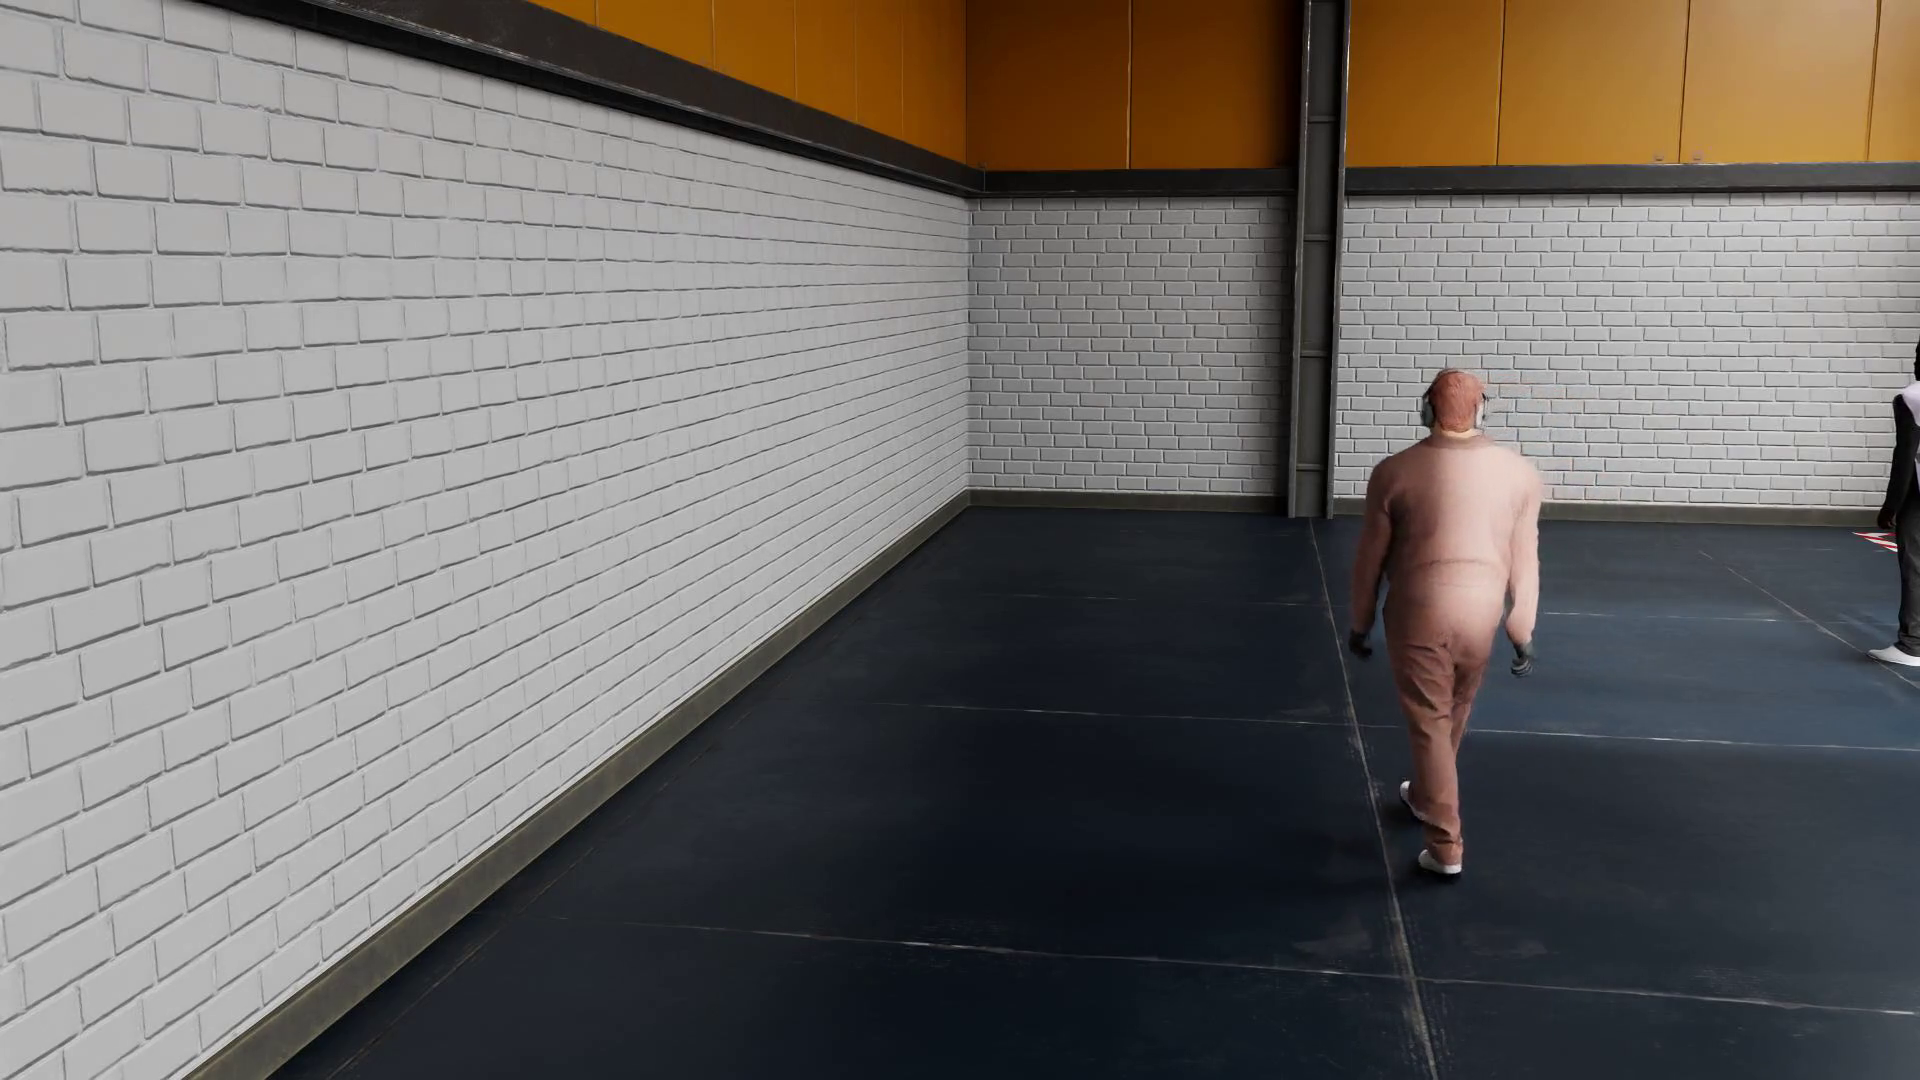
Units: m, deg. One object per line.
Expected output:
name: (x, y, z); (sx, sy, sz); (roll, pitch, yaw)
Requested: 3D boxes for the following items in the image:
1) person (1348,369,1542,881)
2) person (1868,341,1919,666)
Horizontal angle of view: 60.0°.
person: (1.810, 0.283, 6.310); (0.664, 1.852, 0.986); (0, 9, -2)
person: (5.461, -0.242, 9.365); (0.587, 1.920, 0.391); (-3, 10, -18)
